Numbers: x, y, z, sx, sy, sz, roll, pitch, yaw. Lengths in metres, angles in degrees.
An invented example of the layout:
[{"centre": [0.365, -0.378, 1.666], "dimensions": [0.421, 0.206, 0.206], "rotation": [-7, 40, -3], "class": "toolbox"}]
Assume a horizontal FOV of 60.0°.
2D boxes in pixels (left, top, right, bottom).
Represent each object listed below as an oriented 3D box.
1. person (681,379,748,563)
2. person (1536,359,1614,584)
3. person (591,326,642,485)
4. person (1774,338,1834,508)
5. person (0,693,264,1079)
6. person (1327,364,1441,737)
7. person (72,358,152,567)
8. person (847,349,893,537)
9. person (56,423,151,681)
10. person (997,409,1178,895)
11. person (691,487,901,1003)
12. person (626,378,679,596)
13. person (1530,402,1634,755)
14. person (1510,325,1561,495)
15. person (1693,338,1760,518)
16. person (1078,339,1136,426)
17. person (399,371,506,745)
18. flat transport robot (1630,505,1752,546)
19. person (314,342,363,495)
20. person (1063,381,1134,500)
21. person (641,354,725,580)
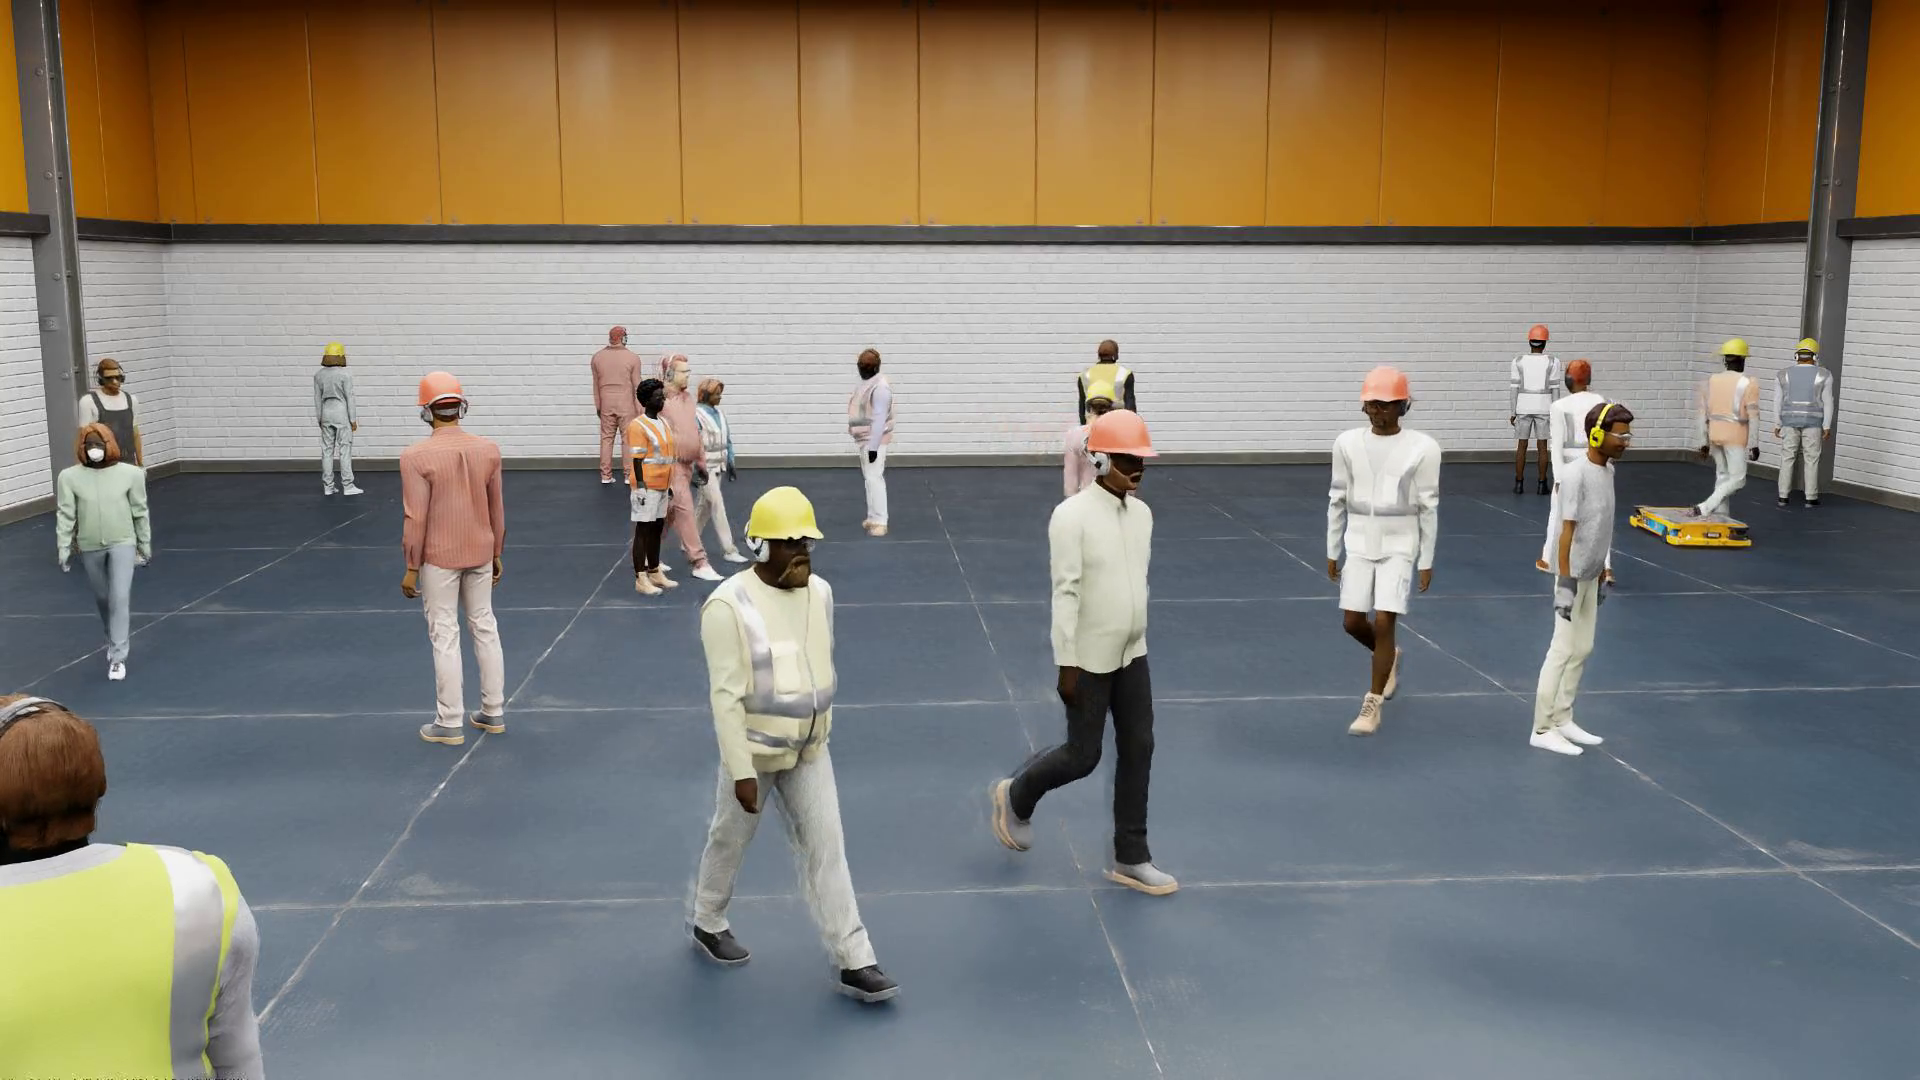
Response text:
[{"centre": [-2.185, -0.617, 14.618], "dimensions": [0.779, 1.601, 0.525], "rotation": [4, 10, 22], "class": "person"}, {"centre": [5.082, -0.565, 13.614], "dimensions": [0.572, 1.831, 1.024], "rotation": [-1, 9, -4], "class": "person"}, {"centre": [-4.065, -1.603, 19.877], "dimensions": [0.638, 1.900, 0.404], "rotation": [2, 9, 11], "class": "person"}, {"centre": [9.104, -1.262, 17.958], "dimensions": [0.586, 1.825, 0.403], "rotation": [7, 11, 38], "class": "person"}, {"centre": [-1.468, 1.160, 2.738], "dimensions": [0.429, 1.844, 0.635], "rotation": [9, 13, 44], "class": "person"}, {"centre": [2.341, 0.038, 9.177], "dimensions": [0.621, 2.025, 0.733], "rotation": [6, 11, 34], "class": "person"}, {"centre": [-7.362, -0.677, 14.380], "dimensions": [0.847, 1.809, 0.559], "rotation": [7, 11, 36], "class": "person"}, {"centre": [-0.884, -0.948, 16.087], "dimensions": [0.433, 1.812, 0.764], "rotation": [-3, 10, -18], "class": "person"}, {"centre": [-5.408, 0.037, 10.533], "dimensions": [0.513, 1.592, 0.844], "rotation": [-3, 10, -18], "class": "person"}, {"centre": [0.535, 0.438, 6.810], "dimensions": [0.617, 1.970, 0.760], "rotation": [-9, 13, -43], "class": "person"}, {"centre": [-0.641, 0.698, 5.811], "dimensions": [0.951, 1.786, 0.601], "rotation": [8, 12, 42], "class": "person"}, {"centre": [-2.417, -0.422, 13.084], "dimensions": [0.320, 1.697, 0.532], "rotation": [3, 9, 17], "class": "person"}, {"centre": [3.263, 0.204, 8.685], "dimensions": [0.393, 1.852, 0.536], "rotation": [9, 12, 43], "class": "person"}, {"centre": [6.552, -1.480, 18.974], "dimensions": [0.545, 1.938, 0.360], "rotation": [4, 10, 23], "class": "person"}, {"centre": [7.309, -0.975, 15.904], "dimensions": [0.680, 1.909, 0.605], "rotation": [-4, 10, -26], "class": "person"}, {"centre": [1.556, -1.197, 17.529], "dimensions": [0.652, 1.829, 0.442], "rotation": [4, 10, 23], "class": "person"}, {"centre": [-2.725, 0.093, 8.927], "dimensions": [0.395, 1.990, 0.619], "rotation": [7, 12, 38], "class": "person"}, {"centre": [6.915, -0.141, 15.784], "dimensions": [0.652, 0.197, 1.431], "rotation": [1, 9, 5], "class": "flat transport robot"}, {"centre": [-7.103, -1.384, 18.976], "dimensions": [0.492, 1.742, 0.324], "rotation": [2, 9, 13], "class": "person"}, {"centre": [1.008, -0.282, 12.077], "dimensions": [0.525, 1.737, 0.786], "rotation": [0, 9, 2], "class": "person"}, {"centre": [-2.357, -0.606, 13.822], "dimensions": [0.935, 1.879, 0.659], "rotation": [3, 10, 20], "class": "person"}]
